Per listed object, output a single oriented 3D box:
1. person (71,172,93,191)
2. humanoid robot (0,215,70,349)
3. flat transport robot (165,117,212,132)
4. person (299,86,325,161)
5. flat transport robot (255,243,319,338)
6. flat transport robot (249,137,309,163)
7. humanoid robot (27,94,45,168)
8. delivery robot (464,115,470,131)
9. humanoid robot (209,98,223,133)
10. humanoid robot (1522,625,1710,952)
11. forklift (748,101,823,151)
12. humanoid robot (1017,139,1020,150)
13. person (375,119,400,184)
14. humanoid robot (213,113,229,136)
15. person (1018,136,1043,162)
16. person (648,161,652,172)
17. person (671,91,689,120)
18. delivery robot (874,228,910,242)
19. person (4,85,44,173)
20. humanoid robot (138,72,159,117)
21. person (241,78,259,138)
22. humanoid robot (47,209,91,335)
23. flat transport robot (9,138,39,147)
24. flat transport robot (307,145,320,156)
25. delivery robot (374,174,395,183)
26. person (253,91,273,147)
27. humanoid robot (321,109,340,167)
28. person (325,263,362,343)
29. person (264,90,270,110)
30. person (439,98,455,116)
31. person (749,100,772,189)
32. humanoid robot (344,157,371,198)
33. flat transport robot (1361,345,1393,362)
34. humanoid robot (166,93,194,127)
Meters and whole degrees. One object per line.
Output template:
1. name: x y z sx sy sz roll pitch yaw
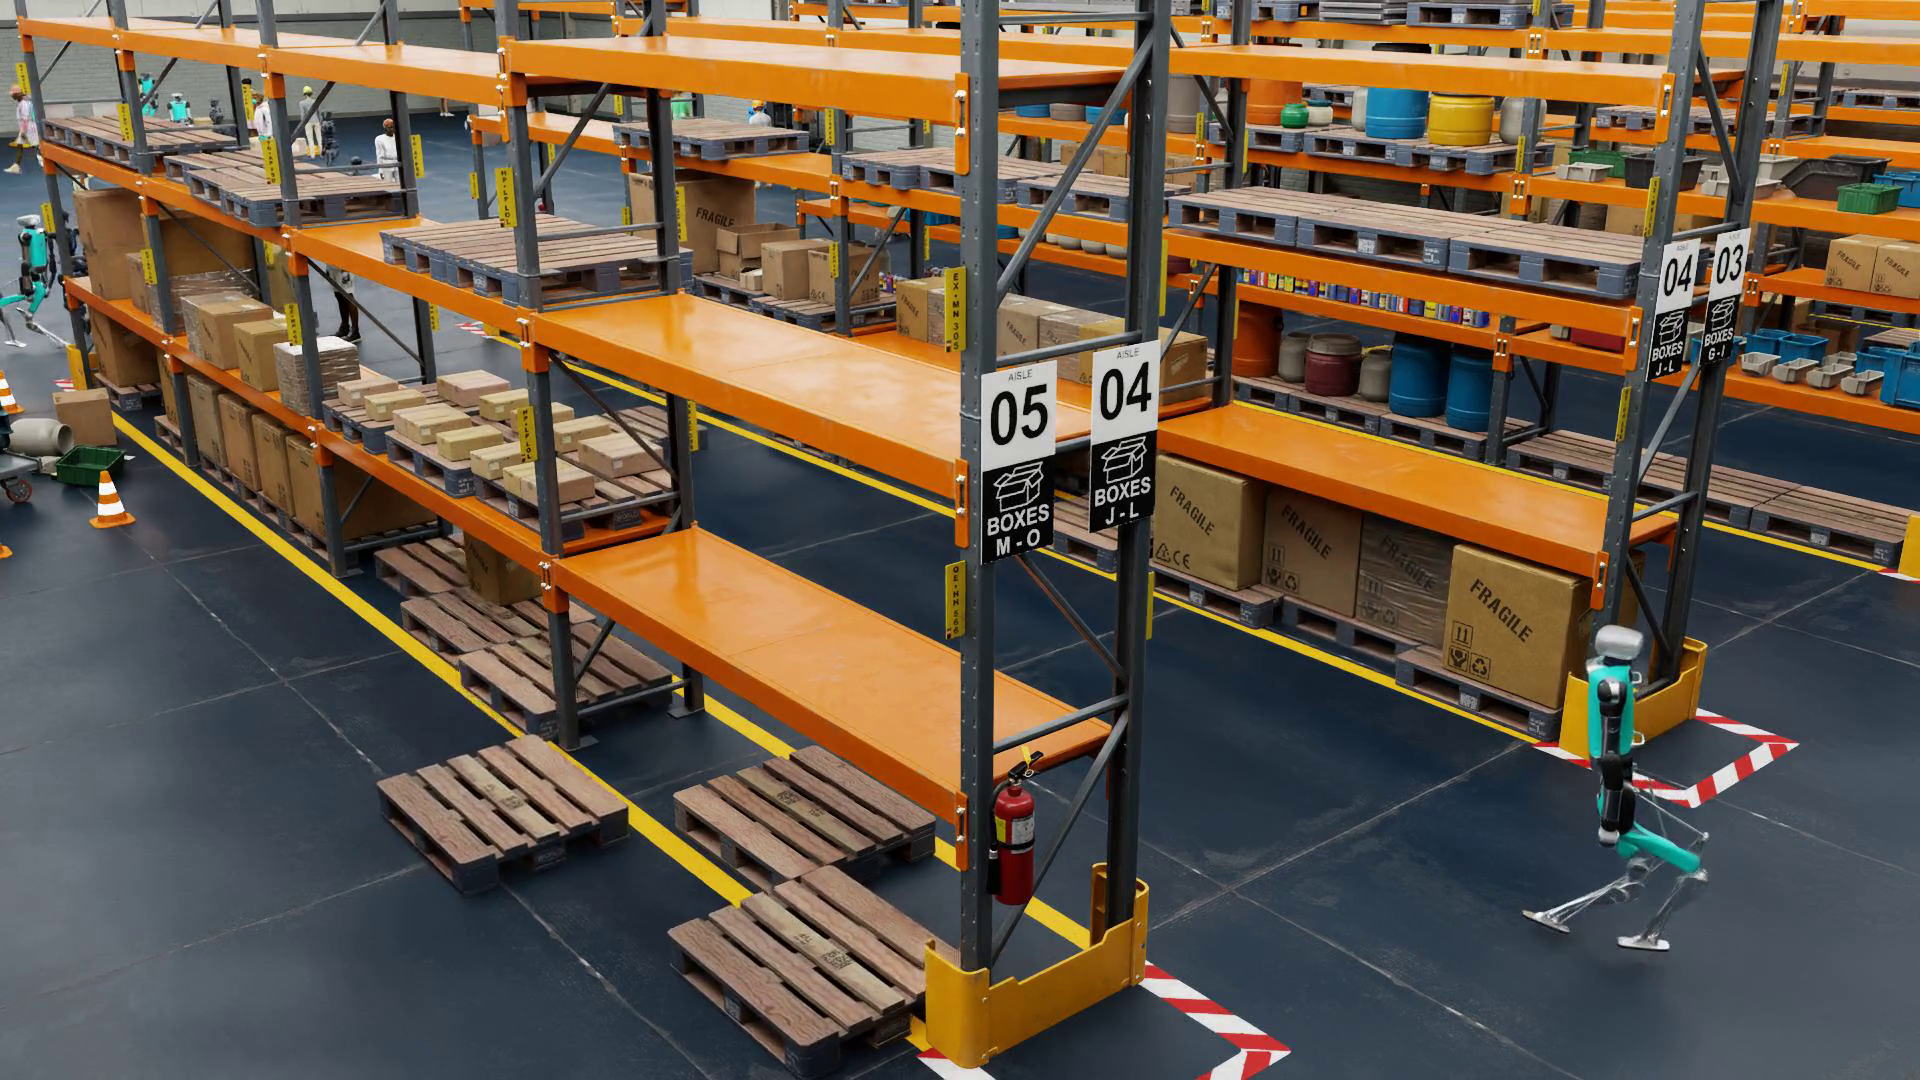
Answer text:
1. person: -15.876 -6.506 30.007 0.395 1.892 0.541 -17 25 -39
2. humanoid robot: -11.759 -3.181 20.831 1.036 1.752 0.546 0 19 -1
3. flat transport robot: -19.060 -9.665 41.443 0.659 0.231 1.431 -12 23 -31
4. person: -15.851 -10.182 40.657 0.532 1.765 0.324 -16 25 -39
5. flat transport robot: -8.902 -2.511 21.082 1.431 0.231 0.659 5 20 13
6. flat transport robot: -15.749 -8.496 38.116 0.659 0.231 1.431 7 20 18
7. humanoid robot: -21.632 -9.610 39.055 0.535 1.737 0.934 -10 22 -27
8. delivery robot: -13.828 -11.966 47.532 0.499 0.575 0.750 -12 23 -31
9. humanoid robot: -17.260 -9.436 38.673 0.331 1.649 0.607 -1 19 -2
10. humanoid robot: 3.306 1.284 8.082 0.940 1.759 0.547 6 20 18
11. forklift: -4.526 -11.368 42.374 1.129 2.768 1.873 -15 24 -37
12. humanoid robot: 1.511 -7.540 33.214 0.935 1.766 0.530 -12 23 -32
13. person: -10.714 -6.999 31.439 0.566 1.878 0.353 -13 23 -33
14. humanoid robot: -15.449 -8.214 35.194 0.584 1.638 0.589 -2 19 -5
15. person: 1.394 -7.424 32.856 0.586 1.729 0.551 9 21 23
16. person: -6.042 -7.604 33.374 0.469 1.733 0.325 -2 20 -7
17. person: -6.671 -9.828 39.387 0.499 1.944 0.904 -7 21 -20
18. delivery robot: -1.125 -5.552 29.336 0.811 0.614 0.499 -16 25 -38
19. person: -21.475 -9.431 38.196 1.054 1.981 0.617 -17 26 -40
20. humanoid robot: -22.336 -11.846 45.594 0.544 1.887 0.806 3 20 8
21. person: -18.003 -10.827 42.381 0.794 1.842 0.413 9 21 24
22. humanoid robot: -11.633 -3.528 21.863 0.588 1.637 0.601 10 22 27
23. flat transport robot: -24.252 -10.544 43.943 0.659 0.231 1.431 13 23 33
24. flat transport robot: -16.806 -9.792 41.805 1.431 0.231 0.659 2 19 7
25. delivery robot: -12.008 -7.598 35.108 0.499 0.581 0.767 7 21 19
26. person: -15.608 -9.099 37.351 0.492 1.915 0.361 17 26 40
27. humanoid robot: -13.627 -8.418 35.769 0.610 1.638 0.534 17 25 39
28. person: -7.993 -3.514 21.378 0.367 1.966 0.602 -17 25 -40
29. person: -18.557 -11.581 44.752 0.322 1.690 0.530 -7 21 -20
30. person: -16.116 -14.177 51.871 0.505 1.871 0.391 14 24 35
31. person: -4.270 -8.474 35.616 0.569 1.889 0.389 -12 22 -30
32. humanoid robot: -9.976 -5.542 27.648 0.588 1.629 0.769 1 19 4
33. flat transport robot: 5.351 -2.103 19.923 0.659 0.231 1.431 -14 24 -34
34. humanoid robot: -18.054 -9.510 38.869 1.020 1.773 0.544 17 26 41
